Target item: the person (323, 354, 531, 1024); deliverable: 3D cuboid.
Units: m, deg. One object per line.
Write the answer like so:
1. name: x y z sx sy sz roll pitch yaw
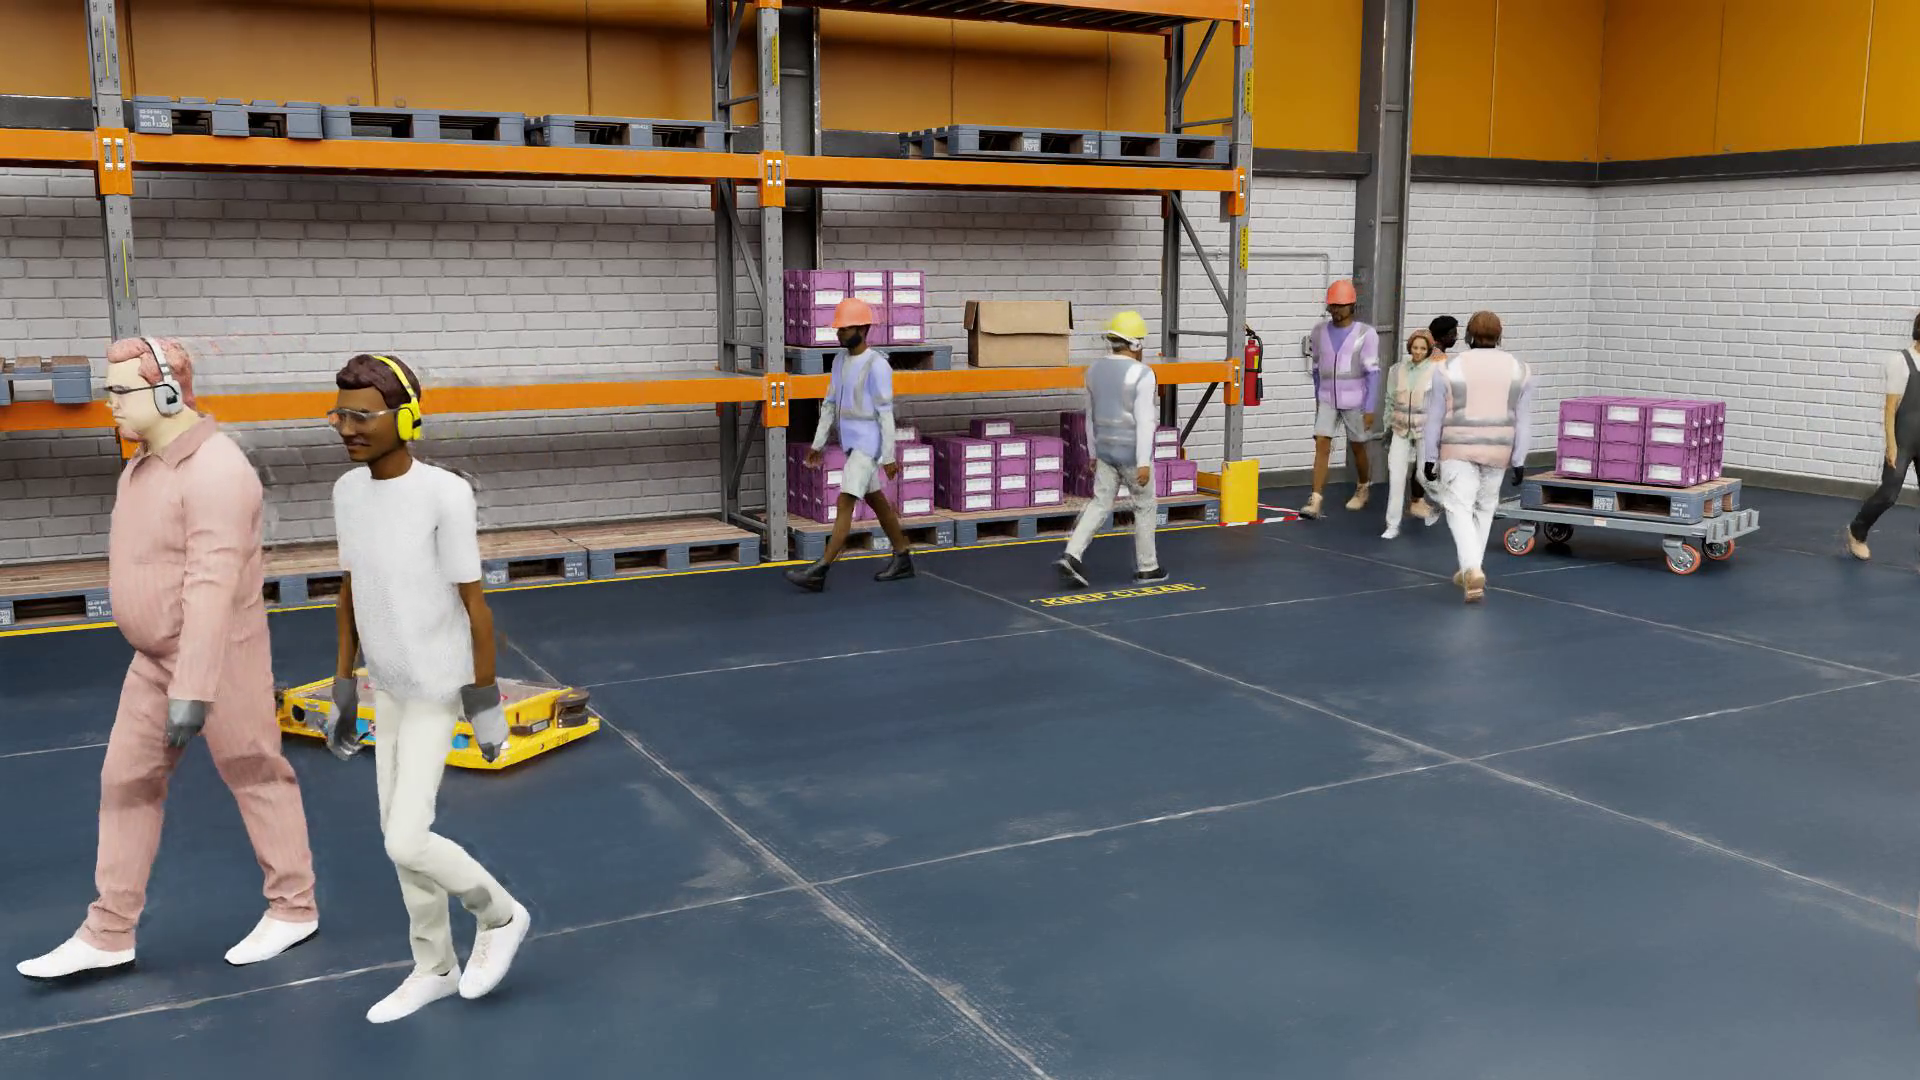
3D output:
1. person: -1.479 0.421 4.505 0.491 1.855 0.414 7 12 36

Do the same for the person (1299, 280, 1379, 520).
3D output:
1. person: 3.200 -1.168 13.827 0.624 1.971 1.154 6 11 34

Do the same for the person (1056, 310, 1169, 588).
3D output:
1. person: 1.003 -0.578 10.734 0.842 1.806 0.599 -8 12 -40

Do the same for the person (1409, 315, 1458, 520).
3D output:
1. person: 3.904 -1.013 13.741 0.325 1.687 0.555 1 9 6

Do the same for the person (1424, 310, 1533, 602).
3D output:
1. person: 3.236 -0.529 10.404 0.632 1.812 0.860 0 9 1

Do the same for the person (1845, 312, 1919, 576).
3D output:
1. person: 6.427 -0.671 11.273 0.504 1.822 0.862 -1 9 -4

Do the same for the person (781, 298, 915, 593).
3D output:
1. person: -0.690 -0.611 10.707 1.041 1.877 0.555 -6 11 -31

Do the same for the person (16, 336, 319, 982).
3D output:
1. person: -2.295 0.365 4.756 0.681 1.866 0.894 9 13 42

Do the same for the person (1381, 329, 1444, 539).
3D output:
1. person: 3.532 -0.820 12.790 0.536 1.615 0.637 7 12 38

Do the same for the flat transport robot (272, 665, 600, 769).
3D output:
1. flat transport robot: -2.363 0.749 7.293 1.431 0.197 0.652 4 10 25
